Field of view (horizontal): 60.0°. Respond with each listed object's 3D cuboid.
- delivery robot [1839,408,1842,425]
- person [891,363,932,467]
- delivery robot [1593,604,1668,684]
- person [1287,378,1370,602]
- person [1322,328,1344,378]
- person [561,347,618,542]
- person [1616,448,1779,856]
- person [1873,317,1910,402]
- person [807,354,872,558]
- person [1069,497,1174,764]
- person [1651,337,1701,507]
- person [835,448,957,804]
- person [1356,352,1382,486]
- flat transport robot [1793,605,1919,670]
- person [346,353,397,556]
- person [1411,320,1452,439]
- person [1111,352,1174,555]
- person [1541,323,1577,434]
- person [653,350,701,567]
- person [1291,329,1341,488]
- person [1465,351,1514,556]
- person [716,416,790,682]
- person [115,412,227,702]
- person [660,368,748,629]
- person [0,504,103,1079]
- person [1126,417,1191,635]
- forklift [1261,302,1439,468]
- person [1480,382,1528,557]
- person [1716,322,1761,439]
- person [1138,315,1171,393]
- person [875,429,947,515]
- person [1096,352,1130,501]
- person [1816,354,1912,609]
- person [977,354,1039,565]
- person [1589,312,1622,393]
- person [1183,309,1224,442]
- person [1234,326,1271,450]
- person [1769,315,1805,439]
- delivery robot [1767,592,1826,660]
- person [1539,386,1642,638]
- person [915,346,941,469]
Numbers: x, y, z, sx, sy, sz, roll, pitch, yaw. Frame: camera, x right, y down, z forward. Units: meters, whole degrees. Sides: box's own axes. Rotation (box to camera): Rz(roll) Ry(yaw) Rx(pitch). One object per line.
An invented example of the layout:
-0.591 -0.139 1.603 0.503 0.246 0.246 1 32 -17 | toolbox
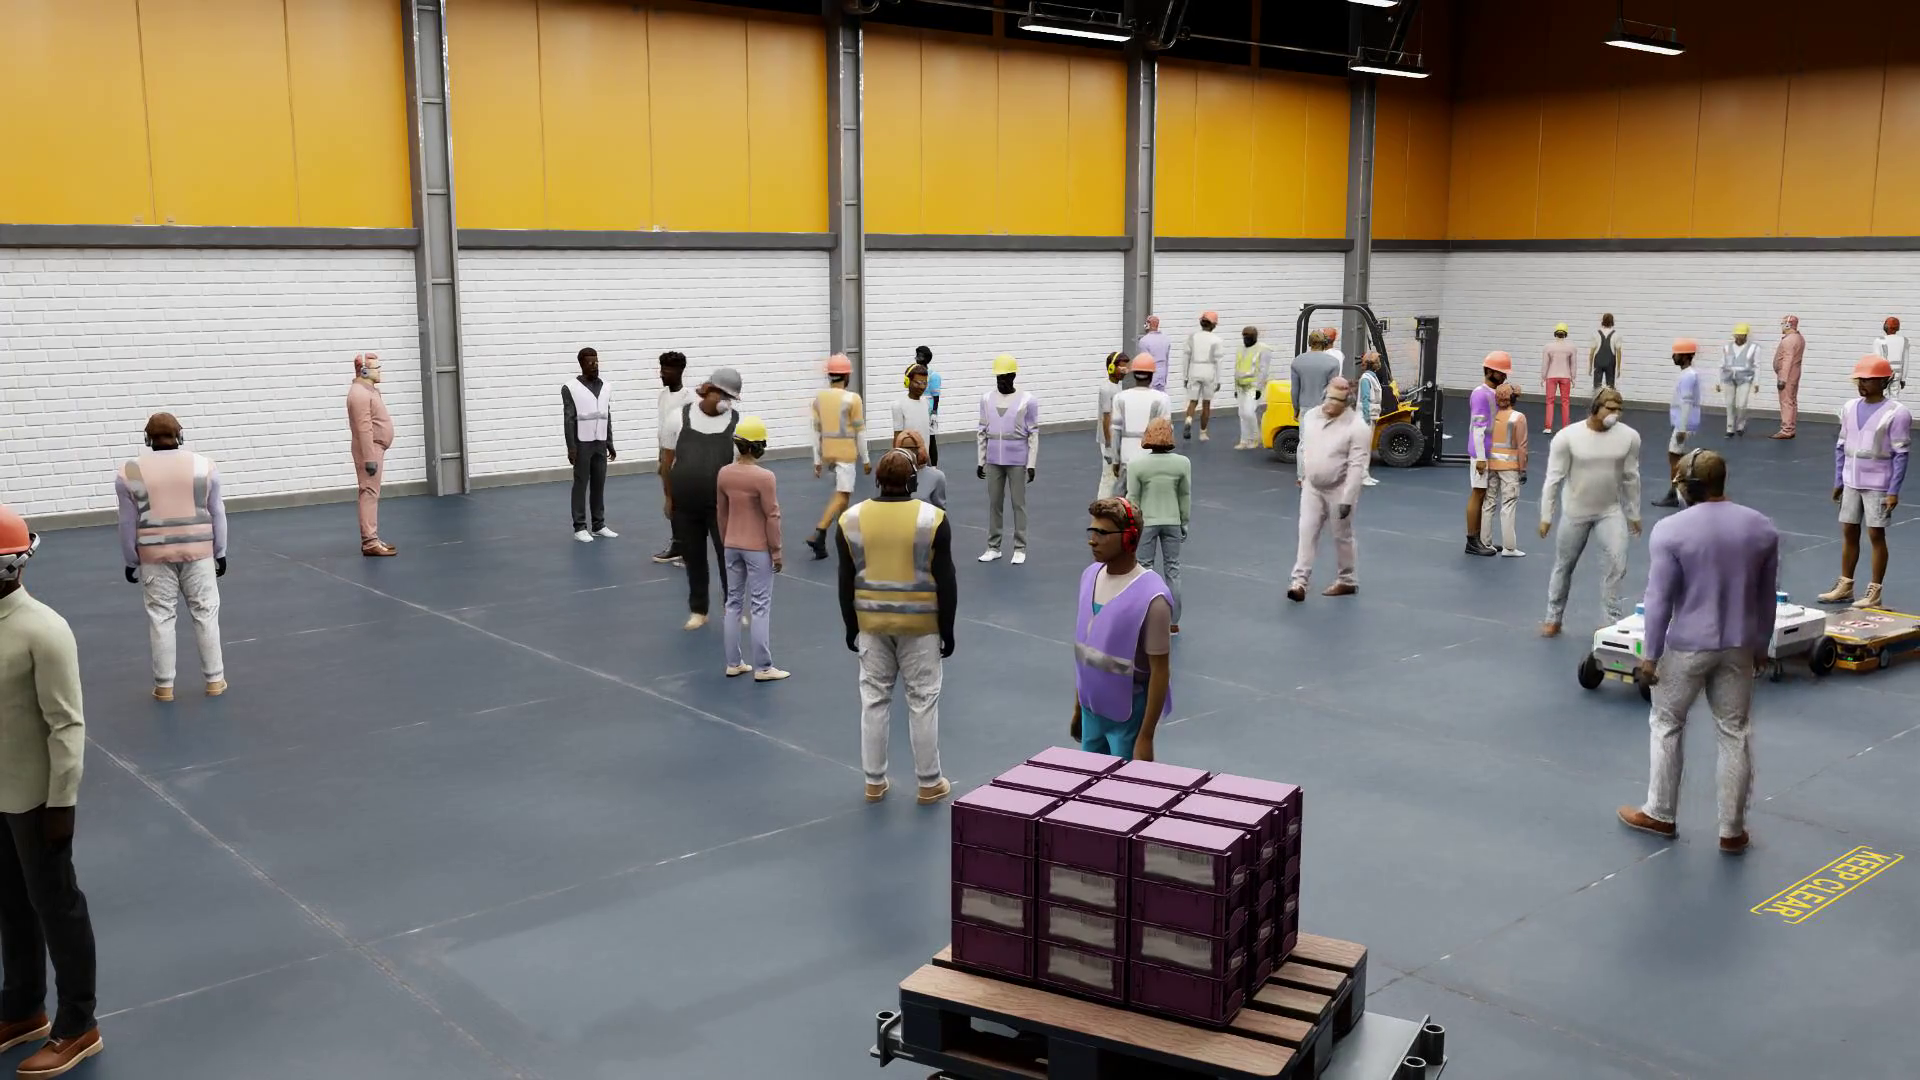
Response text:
14.169 -1.945 26.045 0.707 0.478 0.477 8 12 38 | delivery robot
-0.405 -0.646 14.887 0.327 1.865 0.521 7 12 35 | person
4.429 0.659 10.799 0.707 0.478 0.477 -9 13 -41 | delivery robot
2.962 -0.397 13.503 0.714 1.841 0.974 9 13 42 | person
4.812 -1.839 21.835 0.353 1.881 0.595 8 12 39 | person
-3.681 -0.952 16.515 0.386 1.918 0.596 7 12 35 | person
3.560 0.524 7.933 0.655 1.911 0.585 -1 10 -3 | person
14.300 -2.491 25.627 0.585 1.882 0.337 -1 10 -3 | person
-1.173 -0.798 15.687 0.545 1.904 0.931 7 12 37 | person
0.660 0.732 6.864 0.389 1.847 0.566 -6 11 -30 | person
8.151 -1.300 18.543 0.631 1.923 0.550 5 11 27 | person
-0.310 0.444 8.566 0.619 1.845 0.430 2 10 12 | person
5.058 -1.485 20.490 0.359 1.636 0.524 4 10 22 | person
6.399 0.678 11.787 1.431 0.197 0.652 -7 12 -34 | flat transport robot
-5.541 -0.805 15.685 0.407 1.910 0.640 -3 10 -18 | person
7.124 -2.472 25.501 0.884 1.894 0.589 0 10 2 | person
1.705 -0.776 15.458 0.572 1.925 0.415 4 11 24 | person
9.464 -2.548 26.309 0.532 1.767 0.328 2 10 14 | person
-2.561 -0.742 15.149 0.364 1.964 0.628 -9 13 -41 | person
4.309 -1.582 20.149 0.631 1.940 0.372 6 11 31 | person
5.000 -0.819 15.710 0.373 1.928 0.543 6 11 32 | person
-1.383 0.060 11.041 0.527 1.768 0.313 7 12 35 | person
-4.982 0.106 10.563 0.622 1.840 0.429 -5 11 -26 | person
-1.901 -0.331 12.522 0.709 2.000 0.536 0 10 -1 | person
-3.255 0.853 5.725 0.609 1.995 0.378 5 11 28 | person
1.461 -0.094 12.325 0.500 1.633 0.282 -2 10 -10 | person
5.320 -2.157 22.763 2.313 2.155 1.214 3 10 16 | forklift
5.097 -0.658 15.606 0.309 1.641 0.513 -7 12 -34 | person
11.907 -2.435 25.493 0.628 1.813 0.460 9 13 43 | person
2.940 -2.494 25.580 0.642 1.909 0.399 -9 13 -41 | person
-0.339 0.042 11.527 0.503 1.632 0.271 0 10 -3 | person
1.541 -0.957 16.712 0.328 1.865 0.521 2 10 14 | person
7.207 -0.454 13.238 0.397 2.044 0.609 -4 10 -20 | person
0.423 -0.739 15.245 0.594 1.926 0.366 4 11 24 | person
11.164 -3.008 28.774 0.514 1.844 0.327 5 11 25 | person
3.656 -2.461 25.096 0.620 2.015 0.594 4 11 24 | person
4.169 -2.177 23.980 0.484 1.817 0.647 -7 12 -35 | person
12.761 -2.512 25.686 0.400 1.907 0.644 9 13 41 | person
5.489 0.594 11.178 0.707 0.478 0.477 -7 12 -34 | delivery robot
4.567 -0.165 11.990 0.728 1.884 0.888 0 10 2 | person
-0.462 -1.591 20.896 0.317 1.700 0.537 -10 14 -44 | person
